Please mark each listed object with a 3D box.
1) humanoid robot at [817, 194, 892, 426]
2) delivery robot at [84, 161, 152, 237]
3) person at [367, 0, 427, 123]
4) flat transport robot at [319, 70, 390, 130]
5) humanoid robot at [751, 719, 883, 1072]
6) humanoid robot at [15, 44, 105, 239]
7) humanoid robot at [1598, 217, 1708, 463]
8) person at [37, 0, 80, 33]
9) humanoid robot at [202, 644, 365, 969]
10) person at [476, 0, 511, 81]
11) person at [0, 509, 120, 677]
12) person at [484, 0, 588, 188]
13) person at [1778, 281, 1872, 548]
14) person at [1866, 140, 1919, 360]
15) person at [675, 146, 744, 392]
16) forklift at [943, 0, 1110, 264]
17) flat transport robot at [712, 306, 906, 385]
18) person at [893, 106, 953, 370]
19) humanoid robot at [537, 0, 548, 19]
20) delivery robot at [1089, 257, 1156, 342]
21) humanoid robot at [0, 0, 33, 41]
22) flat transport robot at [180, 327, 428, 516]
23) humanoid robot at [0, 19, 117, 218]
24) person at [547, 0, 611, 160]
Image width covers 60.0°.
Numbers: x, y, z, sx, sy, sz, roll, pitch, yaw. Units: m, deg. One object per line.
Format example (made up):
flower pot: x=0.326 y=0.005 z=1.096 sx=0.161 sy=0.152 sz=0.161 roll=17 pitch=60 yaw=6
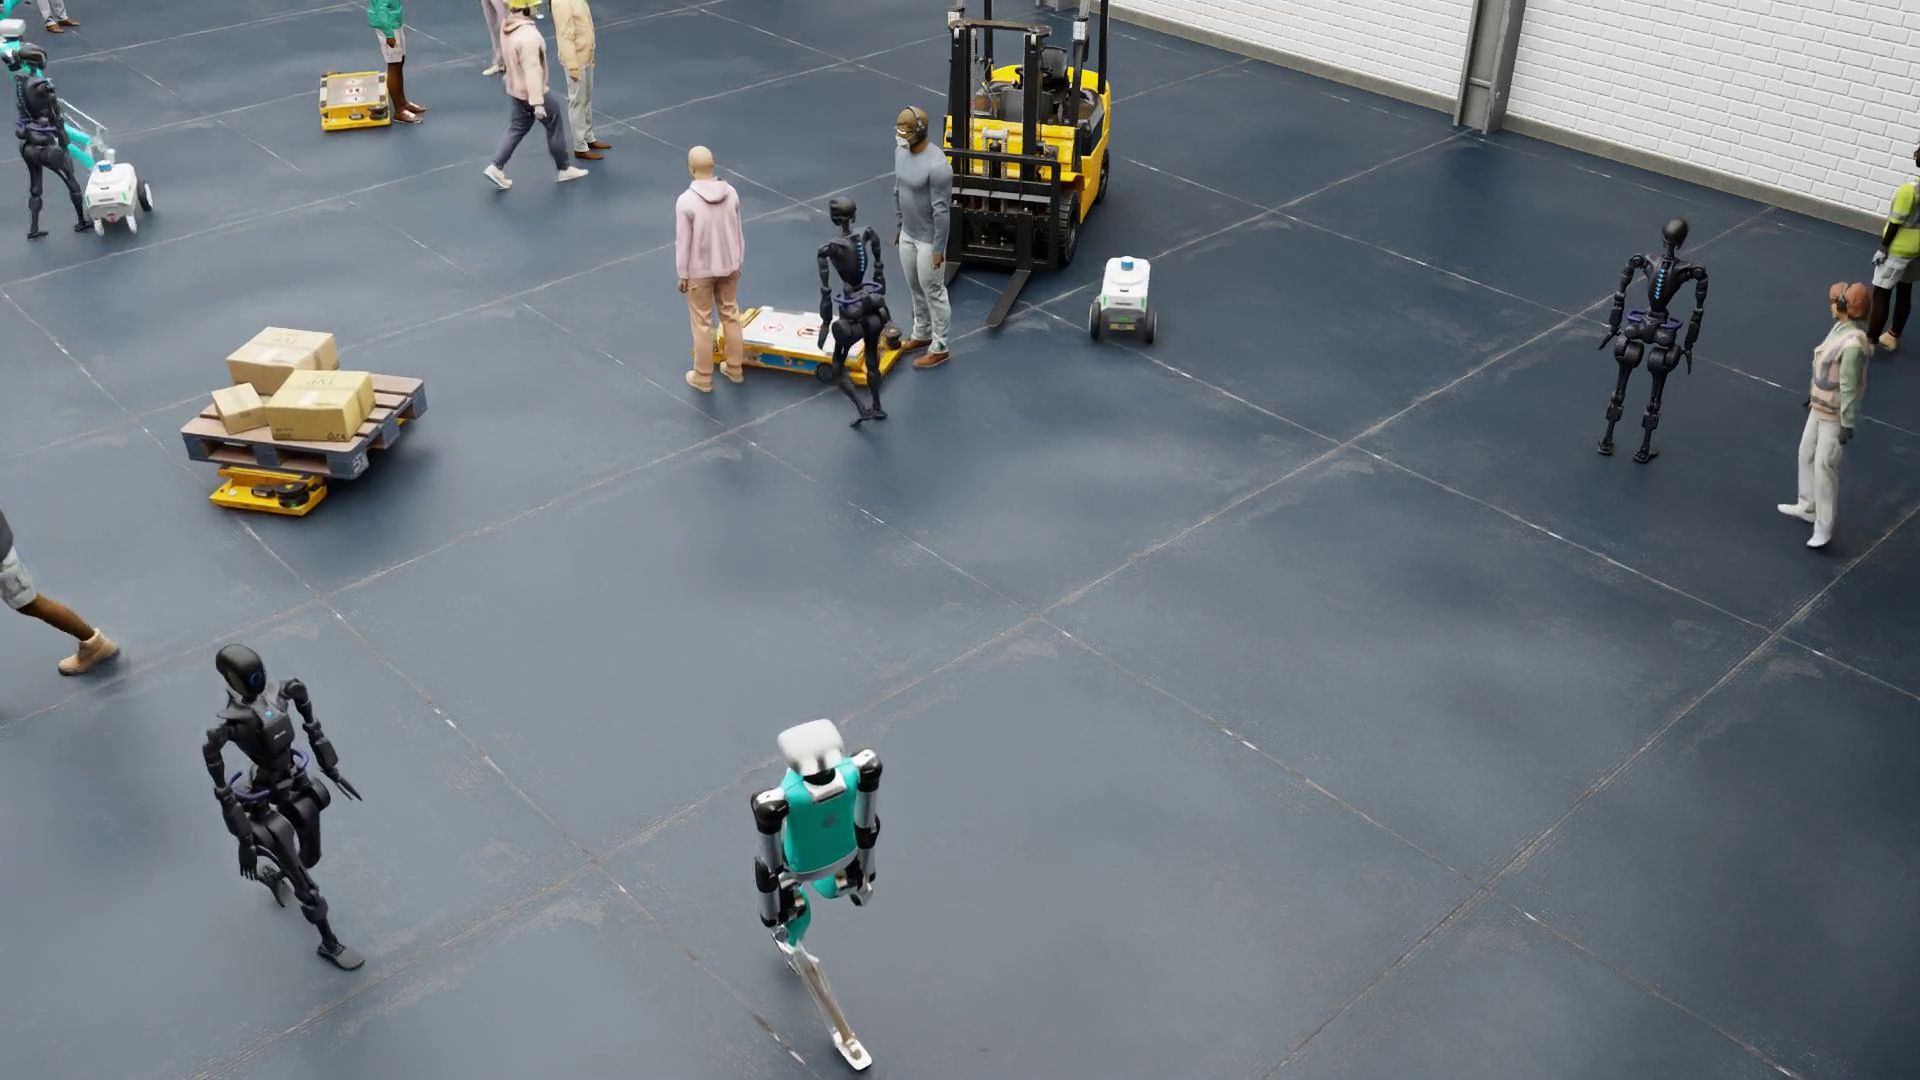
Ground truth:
humanoid robot: x=-0.685 y=-1.530 z=11.238 sx=0.358 sy=1.658 sz=0.611 roll=29 pitch=43 yaw=36
delivery robot: x=-7.417 y=-3.022 z=14.574 sx=0.499 sy=0.614 sz=0.808 roll=-10 pitch=34 yaw=-15
person: x=-5.688 y=-5.115 z=16.587 sx=0.393 sy=1.849 sz=0.501 roll=-3 pitch=33 yaw=-5
flat transport robot: x=-6.247 y=-4.558 z=17.179 sx=0.659 sy=0.231 sz=1.431 roll=-9 pitch=34 yaw=-14
humanoid robot: x=-0.701 y=1.312 z=6.865 sx=0.537 sy=1.765 sz=1.029 roll=-19 pitch=38 yaw=-27
humanoid robot: x=-7.802 y=-3.344 z=14.064 sx=0.602 sy=1.640 sz=0.615 roll=22 pitch=39 yaw=30
humanoid robot: x=4.511 y=-1.317 z=10.891 sx=0.599 sy=1.659 sz=0.315 roll=19 pitch=38 yaw=27
person: x=-10.660 y=-6.748 z=19.274 sx=0.333 sy=1.651 sz=0.459 roll=7 pitch=34 yaw=10
humanoid robot: x=-2.973 y=1.113 z=7.217 sx=0.737 sy=1.655 sz=0.601 roll=17 pitch=37 yaw=24
person: x=-4.984 y=-5.805 z=17.722 sx=0.525 sy=1.768 sz=0.327 roll=25 pitch=40 yaw=33
person: x=-5.081 y=0.011 z=8.593 sx=0.984 sy=1.999 sz=0.603 roll=-28 pitch=42 yaw=-36
person: x=-3.942 y=-4.079 z=15.009 sx=0.924 sy=1.824 sz=0.797 roll=-23 pitch=39 yaw=-31
person: x=5.300 y=-0.753 z=10.099 sx=0.361 sy=1.608 sz=0.675 roll=8 pitch=34 yaw=12
person: x=6.904 y=-2.141 z=12.159 sx=0.533 sy=1.691 sz=0.318 roll=-17 pitch=37 yaw=-24
person: x=-1.742 y=-1.890 z=11.700 sx=0.532 sy=1.776 sz=0.415 roll=-24 pitch=40 yaw=-32
forklift: x=0.570 y=-3.725 z=14.138 sx=1.214 sy=2.155 sz=2.313 roll=9 pitch=34 yaw=13
flat transport robot: x=-1.184 y=-1.459 z=12.415 sx=1.431 sy=0.231 sz=0.659 roll=10 pitch=34 yaw=15
person: x=-0.274 y=-2.193 z=12.029 sx=0.374 sy=1.930 sz=0.633 roll=-20 pitch=38 yaw=-27
humanoid robot: x=-4.794 y=-6.944 z=19.514 sx=0.910 sy=1.769 sz=0.543 roll=15 pitch=36 yaw=22
delivery robot: x=1.262 y=-1.879 z=12.790 sx=0.519 sy=0.586 sz=0.757 roll=4 pitch=33 yaw=7
humanoid robot: x=-10.367 y=-5.871 z=17.900 sx=0.758 sy=1.831 sz=0.542 roll=11 pitch=35 yaw=16
flat transport robot: x=-4.320 y=-0.625 z=11.133 sx=0.659 sy=0.231 sz=1.431 roll=7 pitch=34 yaw=11
humanoid robot: x=-7.695 y=-3.623 z=14.434 sx=0.814 sy=1.815 sz=0.533 roll=-11 pitch=35 yaw=-17
person: x=-3.623 y=-4.547 z=15.691 sx=0.407 sy=1.877 sz=0.564 roll=3 pitch=33 yaw=4
